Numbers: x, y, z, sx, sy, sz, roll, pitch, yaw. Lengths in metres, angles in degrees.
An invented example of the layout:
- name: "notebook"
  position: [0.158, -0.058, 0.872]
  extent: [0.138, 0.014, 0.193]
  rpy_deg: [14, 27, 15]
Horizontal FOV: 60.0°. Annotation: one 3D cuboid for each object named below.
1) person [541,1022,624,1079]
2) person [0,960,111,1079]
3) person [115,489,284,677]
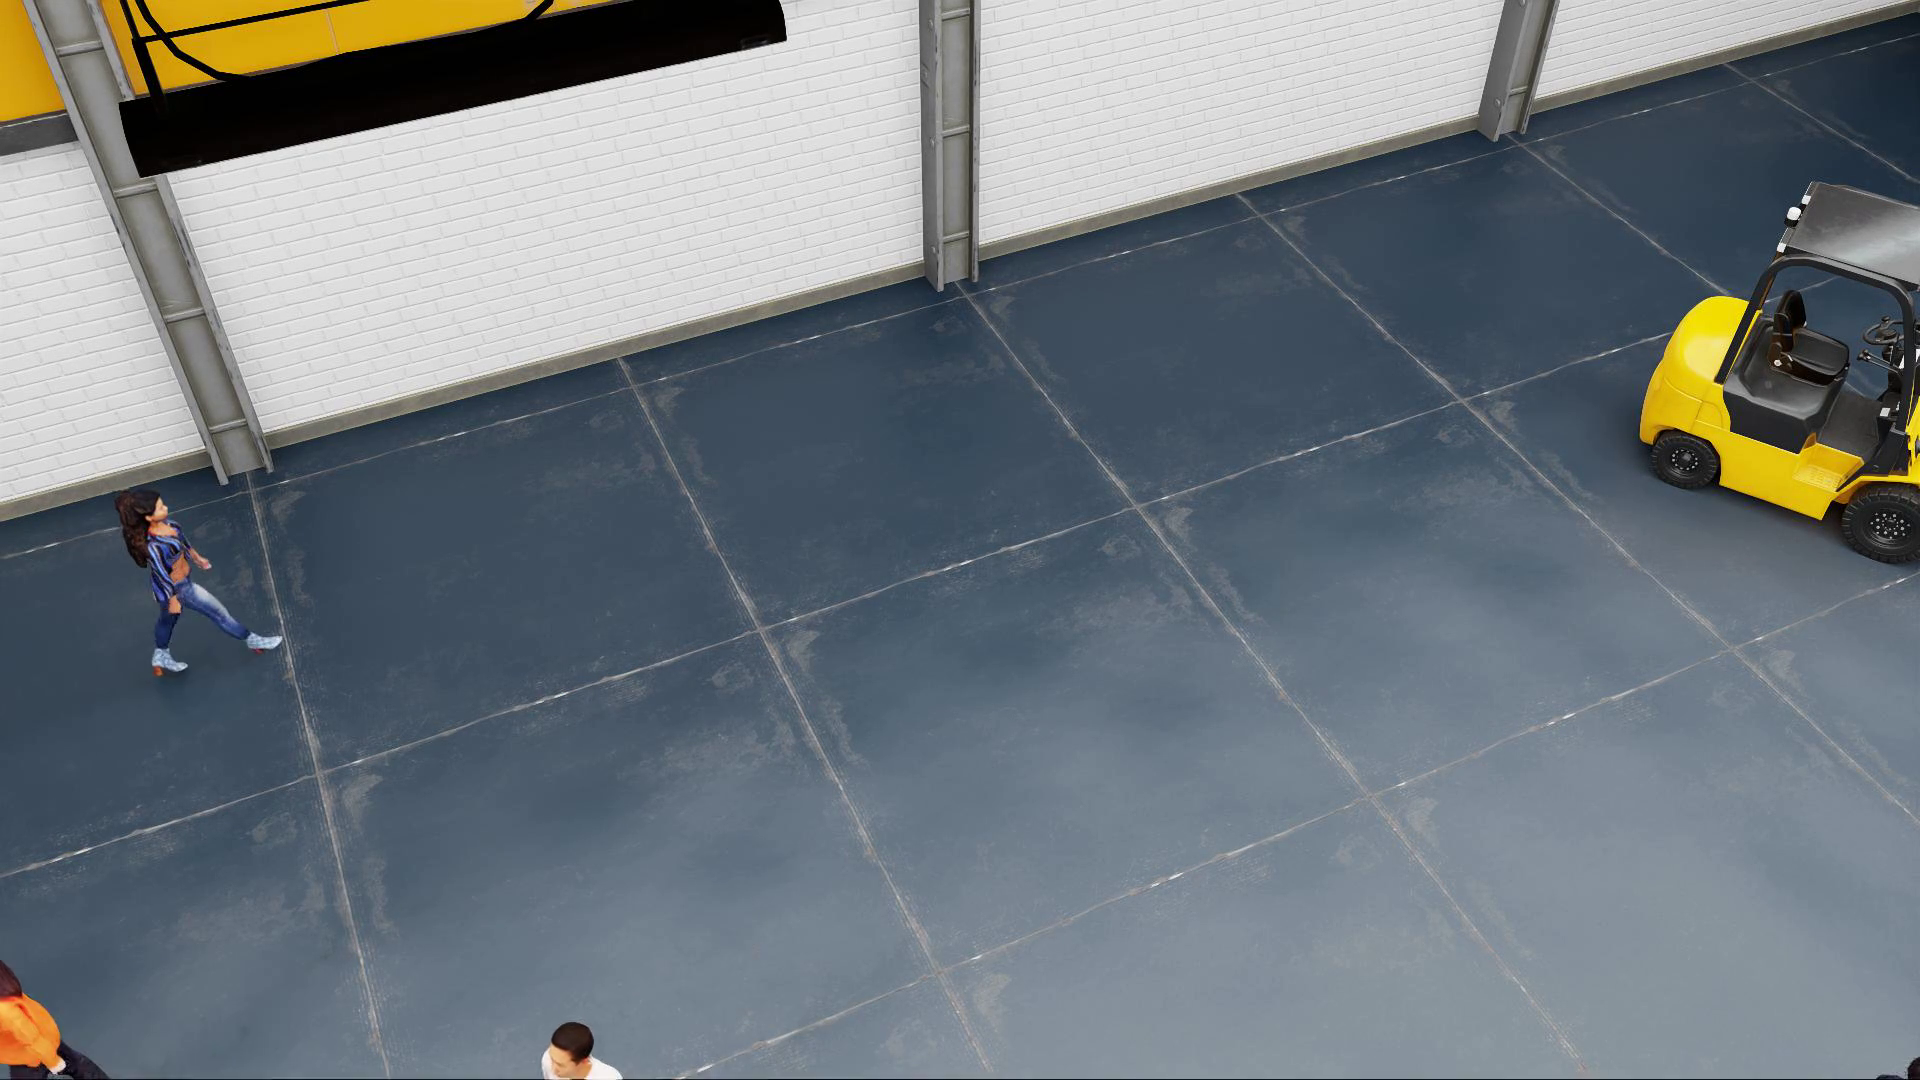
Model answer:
- name: "person"
  position: [-1.671, 2.786, 8.007]
  extent: [0.794, 1.787, 0.844]
  rpy_deg: [28, 50, 27]
- name: "person"
  position: [-4.600, 2.476, 8.376]
  extent: [0.879, 1.727, 0.765]
  rpy_deg: [-33, 53, -30]
- name: "person"
  position: [-5.147, 0.311, 10.765]
  extent: [1.060, 1.567, 0.631]
  rpy_deg: [-16, 46, -16]
